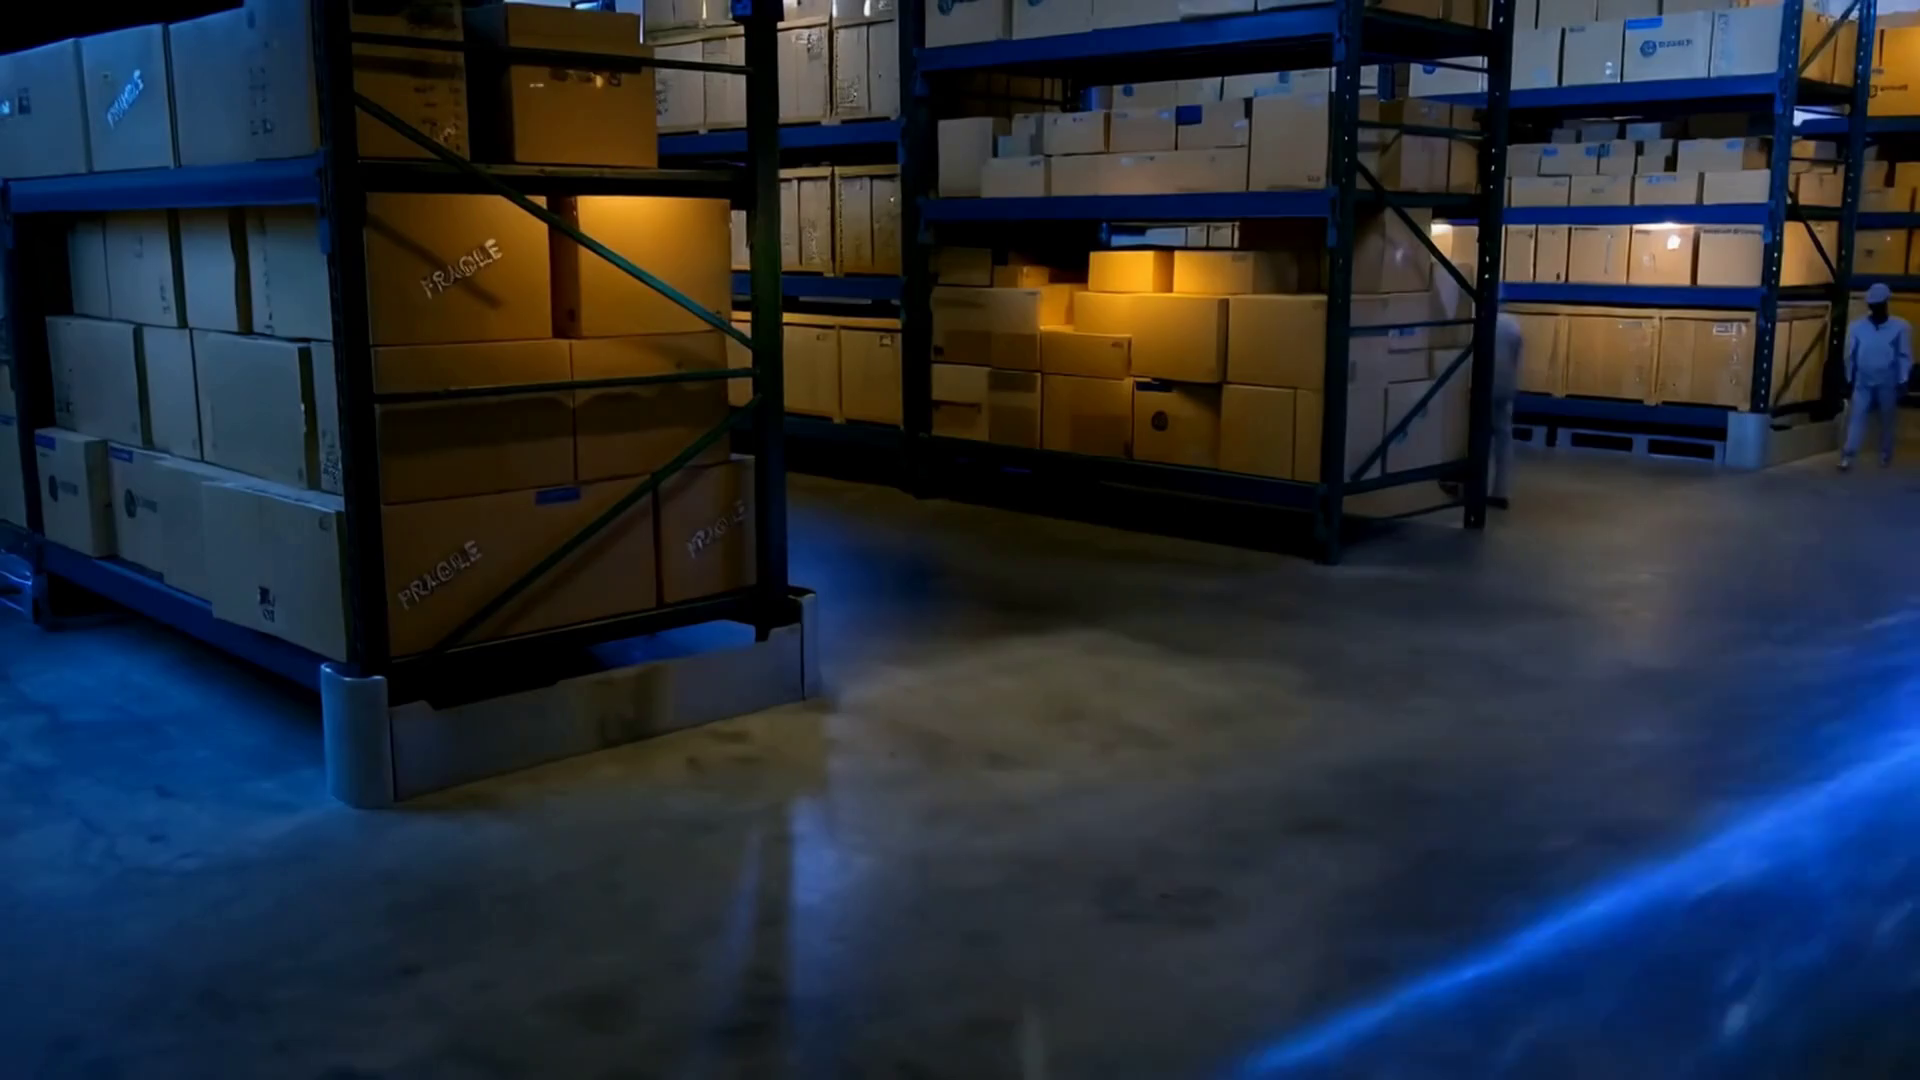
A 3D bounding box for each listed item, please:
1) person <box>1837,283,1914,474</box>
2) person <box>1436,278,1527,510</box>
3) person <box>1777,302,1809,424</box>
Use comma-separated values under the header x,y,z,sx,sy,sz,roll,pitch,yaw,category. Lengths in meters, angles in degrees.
x,y,z,sx,sy,sz,roll,pitch,yaw,category
8.252,-1.450,14.970,0.577,1.707,0.896,10,14,43,person
4.142,-1.166,13.193,0.584,1.782,0.903,-2,11,-11,person
8.818,-2.105,17.846,0.921,1.968,0.610,9,14,41,person
